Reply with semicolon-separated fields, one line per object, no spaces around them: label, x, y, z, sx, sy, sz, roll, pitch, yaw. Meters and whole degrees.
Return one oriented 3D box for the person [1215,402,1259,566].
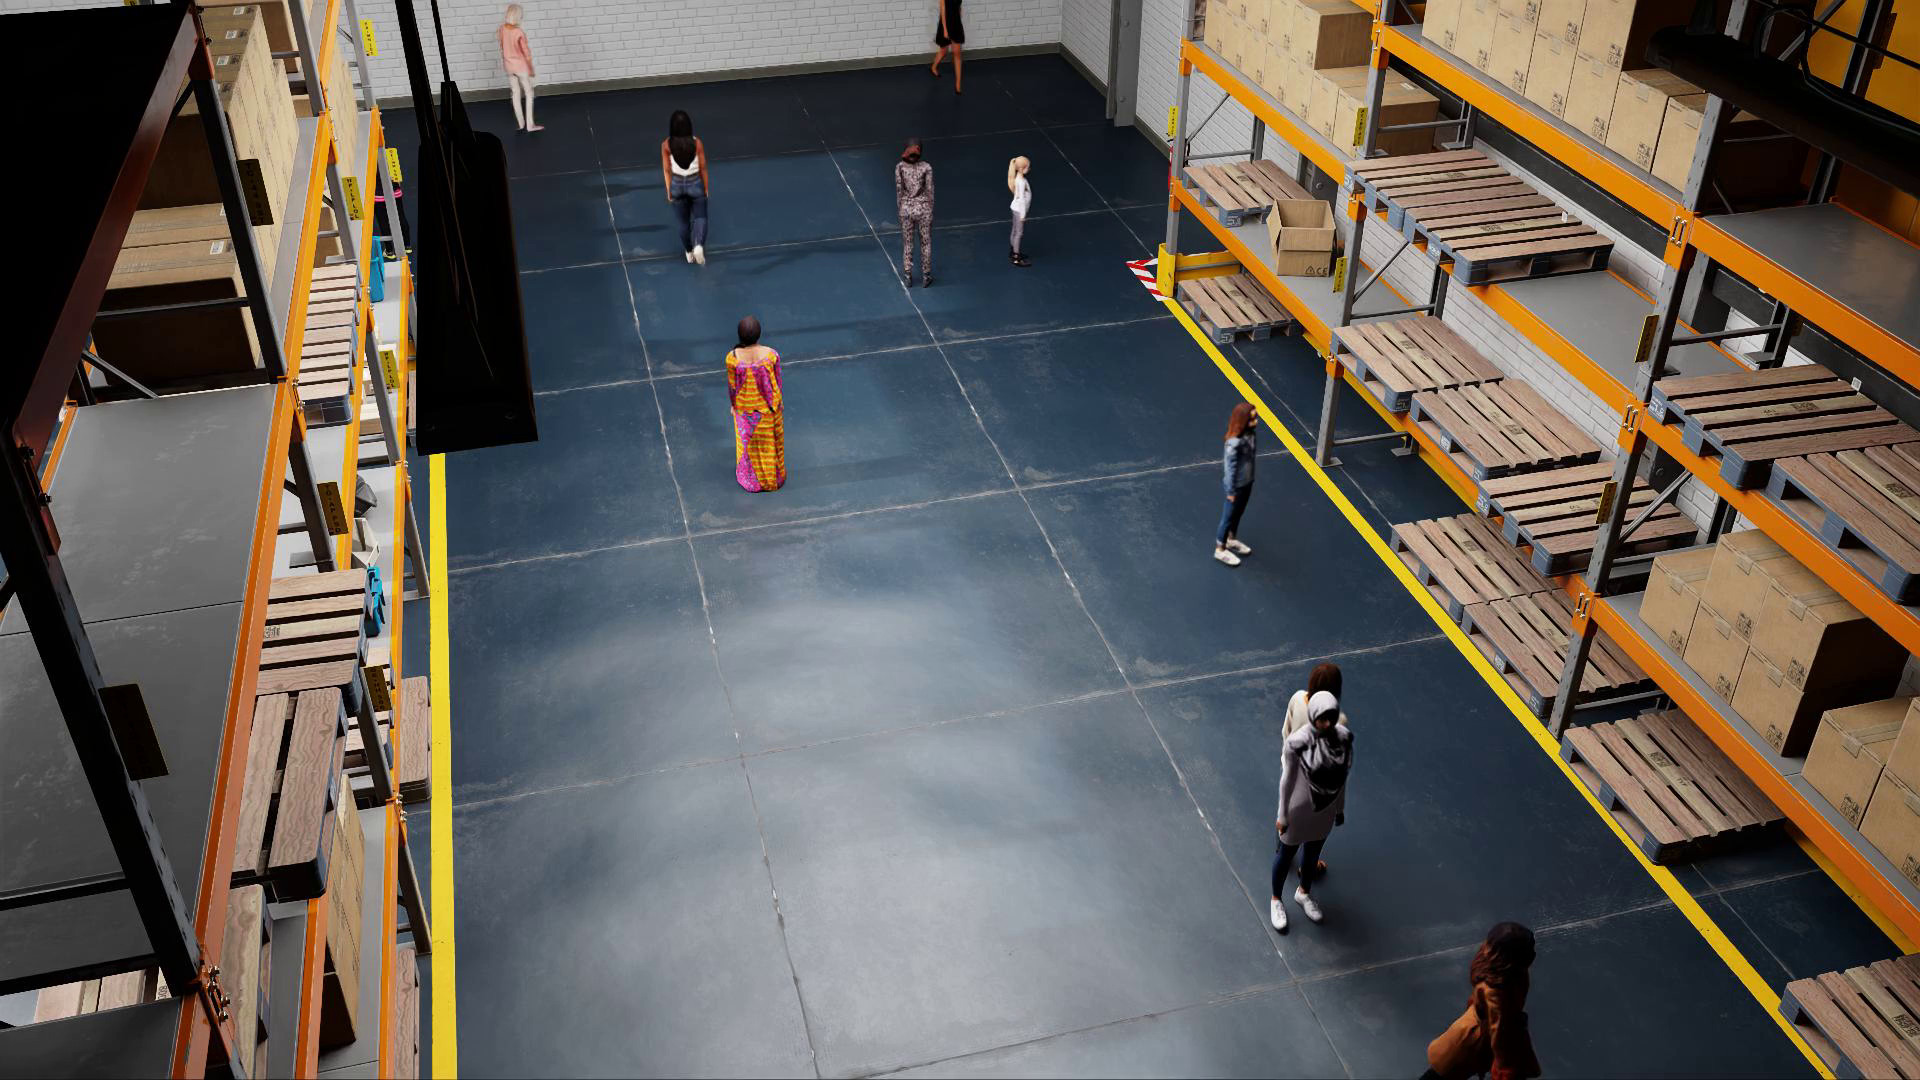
person;2.308;-0.490;13.850;0.676;1.475;0.629;20;39;28

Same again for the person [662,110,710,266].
person;-3.069;-3.909;18.705;0.749;1.795;0.985;-2;34;-3

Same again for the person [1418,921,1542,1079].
person;2.697;2.671;8.912;1.264;1.677;1.183;20;39;27

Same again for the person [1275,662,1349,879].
person;2.252;1.473;10.709;0.763;1.682;0.641;-28;43;-35

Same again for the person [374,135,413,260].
person;-6.590;-4.004;19.070;0.615;1.549;0.634;-27;42;-34

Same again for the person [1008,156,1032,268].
person;0.670;-3.758;18.945;0.558;1.278;0.447;-5;34;-7

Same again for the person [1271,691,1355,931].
person;2.167;1.663;10.339;0.600;1.776;0.505;-8;35;-12

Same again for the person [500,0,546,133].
person;-6.011;-6.416;22.552;0.718;1.712;0.759;8;34;12

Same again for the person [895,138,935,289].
person;-0.491;-3.613;18.333;0.656;1.713;0.676;4;34;5

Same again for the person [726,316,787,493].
person;-1.821;-1.242;14.793;0.662;1.684;0.676;-5;34;-8

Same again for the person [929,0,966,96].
person;-0.183;-7.310;23.825;0.752;1.791;1.076;-22;40;-30
